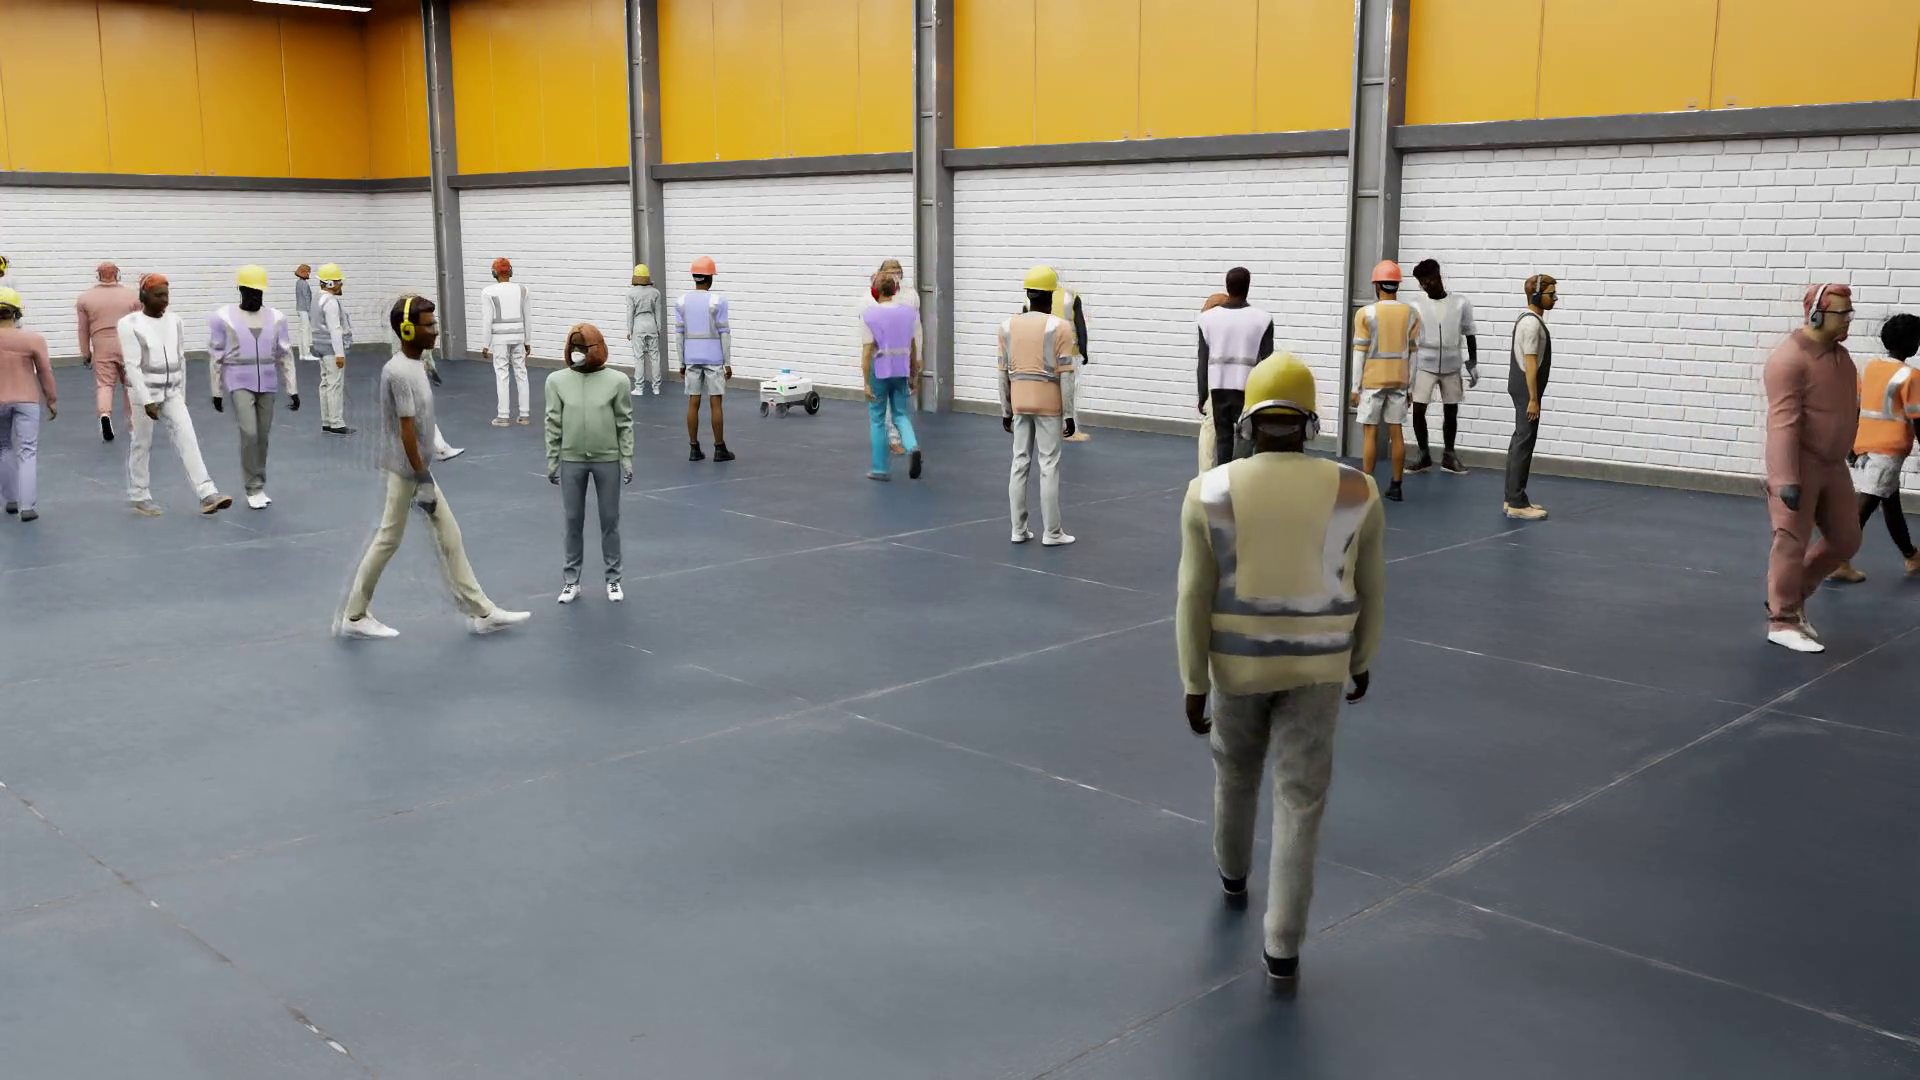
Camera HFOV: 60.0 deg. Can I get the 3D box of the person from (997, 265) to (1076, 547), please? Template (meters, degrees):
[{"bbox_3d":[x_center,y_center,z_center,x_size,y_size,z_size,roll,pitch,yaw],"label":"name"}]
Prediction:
[{"bbox_3d":[0.537,-0.915,11.440,0.586,1.928,0.369,6,12,32],"label":"person"}]

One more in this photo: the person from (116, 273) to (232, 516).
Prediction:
[{"bbox_3d":[-5.950,-1.069,12.495,1.012,1.834,0.576,6,12,29],"label":"person"}]

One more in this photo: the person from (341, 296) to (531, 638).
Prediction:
[{"bbox_3d":[-2.846,-0.364,8.747,0.997,1.819,0.543,-1,10,-6],"label":"person"}]

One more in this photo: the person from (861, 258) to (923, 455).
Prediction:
[{"bbox_3d":[-0.704,-1.828,16.444,0.629,1.921,0.799,-7,12,-32],"label":"person"}]

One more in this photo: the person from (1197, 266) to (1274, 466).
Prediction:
[{"bbox_3d":[2.118,-1.154,12.833,0.604,1.896,0.749,3,11,18],"label":"person"}]

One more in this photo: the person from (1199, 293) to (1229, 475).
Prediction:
[{"bbox_3d":[2.216,-1.315,14.428,0.285,1.633,0.497,1,10,4],"label":"person"}]

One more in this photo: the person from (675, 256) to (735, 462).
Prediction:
[{"bbox_3d":[-2.407,-1.704,15.712,0.542,1.939,0.368,3,11,15],"label":"person"}]

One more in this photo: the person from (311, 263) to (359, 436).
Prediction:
[{"bbox_3d":[-6.692,-2.027,17.766,0.404,1.829,0.600,-8,13,-36],"label":"person"}]

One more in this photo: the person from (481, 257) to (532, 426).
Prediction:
[{"bbox_3d":[-5.081,-2.218,18.660,0.572,1.887,0.356,-8,13,-39],"label":"person"}]

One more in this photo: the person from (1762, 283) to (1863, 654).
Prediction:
[{"bbox_3d":[4.362,-0.359,8.505,0.658,1.890,0.433,-6,12,-31],"label":"person"}]

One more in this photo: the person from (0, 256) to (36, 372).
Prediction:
[{"bbox_3d":[-14.391,-3.382,25.137,0.513,1.840,0.903,9,14,40],"label":"person"}]

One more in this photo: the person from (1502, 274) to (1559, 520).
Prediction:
[{"bbox_3d":[4.314,-1.082,12.578,0.328,1.844,0.514,3,11,13],"label":"person"}]

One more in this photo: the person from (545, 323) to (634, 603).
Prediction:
[{"bbox_3d":[-2.148,-0.444,9.679,0.502,1.631,0.286,-1,10,-5],"label":"person"}]

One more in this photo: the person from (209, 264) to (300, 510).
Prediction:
[{"bbox_3d":[-5.504,-1.200,13.053,0.729,1.898,0.592,10,14,44],"label":"person"}]

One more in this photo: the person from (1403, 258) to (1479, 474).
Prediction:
[{"bbox_3d":[4.272,-1.536,14.840,0.684,1.928,0.418,2,11,9],"label":"person"}]

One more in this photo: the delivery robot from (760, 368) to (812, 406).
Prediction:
[{"bbox_3d":[-2.059,-1.792,19.717,0.477,0.478,0.707,5,12,27],"label":"delivery robot"}]

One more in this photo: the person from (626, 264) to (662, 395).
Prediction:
[{"bbox_3d":[-4.243,-2.817,22.310,0.489,1.746,0.286,-6,12,-30],"label":"person"}]

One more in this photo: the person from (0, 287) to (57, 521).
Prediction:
[{"bbox_3d":[-7.149,-1.032,12.600,0.550,1.734,0.778,-4,11,-21],"label":"person"}]

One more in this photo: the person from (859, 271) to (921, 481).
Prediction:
[{"bbox_3d":[-0.589,-1.395,14.339,0.589,1.824,0.604,-7,12,-33],"label":"person"}]

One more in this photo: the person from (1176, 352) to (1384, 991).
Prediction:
[{"bbox_3d":[0.947,0.343,4.954,0.590,1.783,0.925,2,11,10],"label":"person"}]

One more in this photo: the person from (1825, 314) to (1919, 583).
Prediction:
[{"bbox_3d":[5.755,-0.550,10.182,0.867,1.646,0.545,-1,10,-3],"label":"person"}]

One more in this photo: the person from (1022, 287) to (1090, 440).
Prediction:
[{"bbox_3d":[1.026,-1.926,17.325,0.740,1.808,0.433,2,11,9],"label":"person"}]

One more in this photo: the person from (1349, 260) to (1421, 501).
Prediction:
[{"bbox_3d":[3.391,-1.268,13.344,0.543,1.937,0.364,-2,11,-8],"label":"person"}]

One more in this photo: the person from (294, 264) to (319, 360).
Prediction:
[{"bbox_3d":[-11.213,-3.894,28.491,0.289,1.633,0.500,-8,13,-36],"label":"person"}]

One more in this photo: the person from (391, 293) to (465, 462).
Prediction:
[{"bbox_3d":[-5.093,-1.518,15.639,0.855,1.595,0.516,0,10,2],"label":"person"}]

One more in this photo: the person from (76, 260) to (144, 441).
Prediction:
[{"bbox_3d":[-8.858,-1.980,17.409,0.655,1.882,0.832,-4,11,-21],"label":"person"}]
